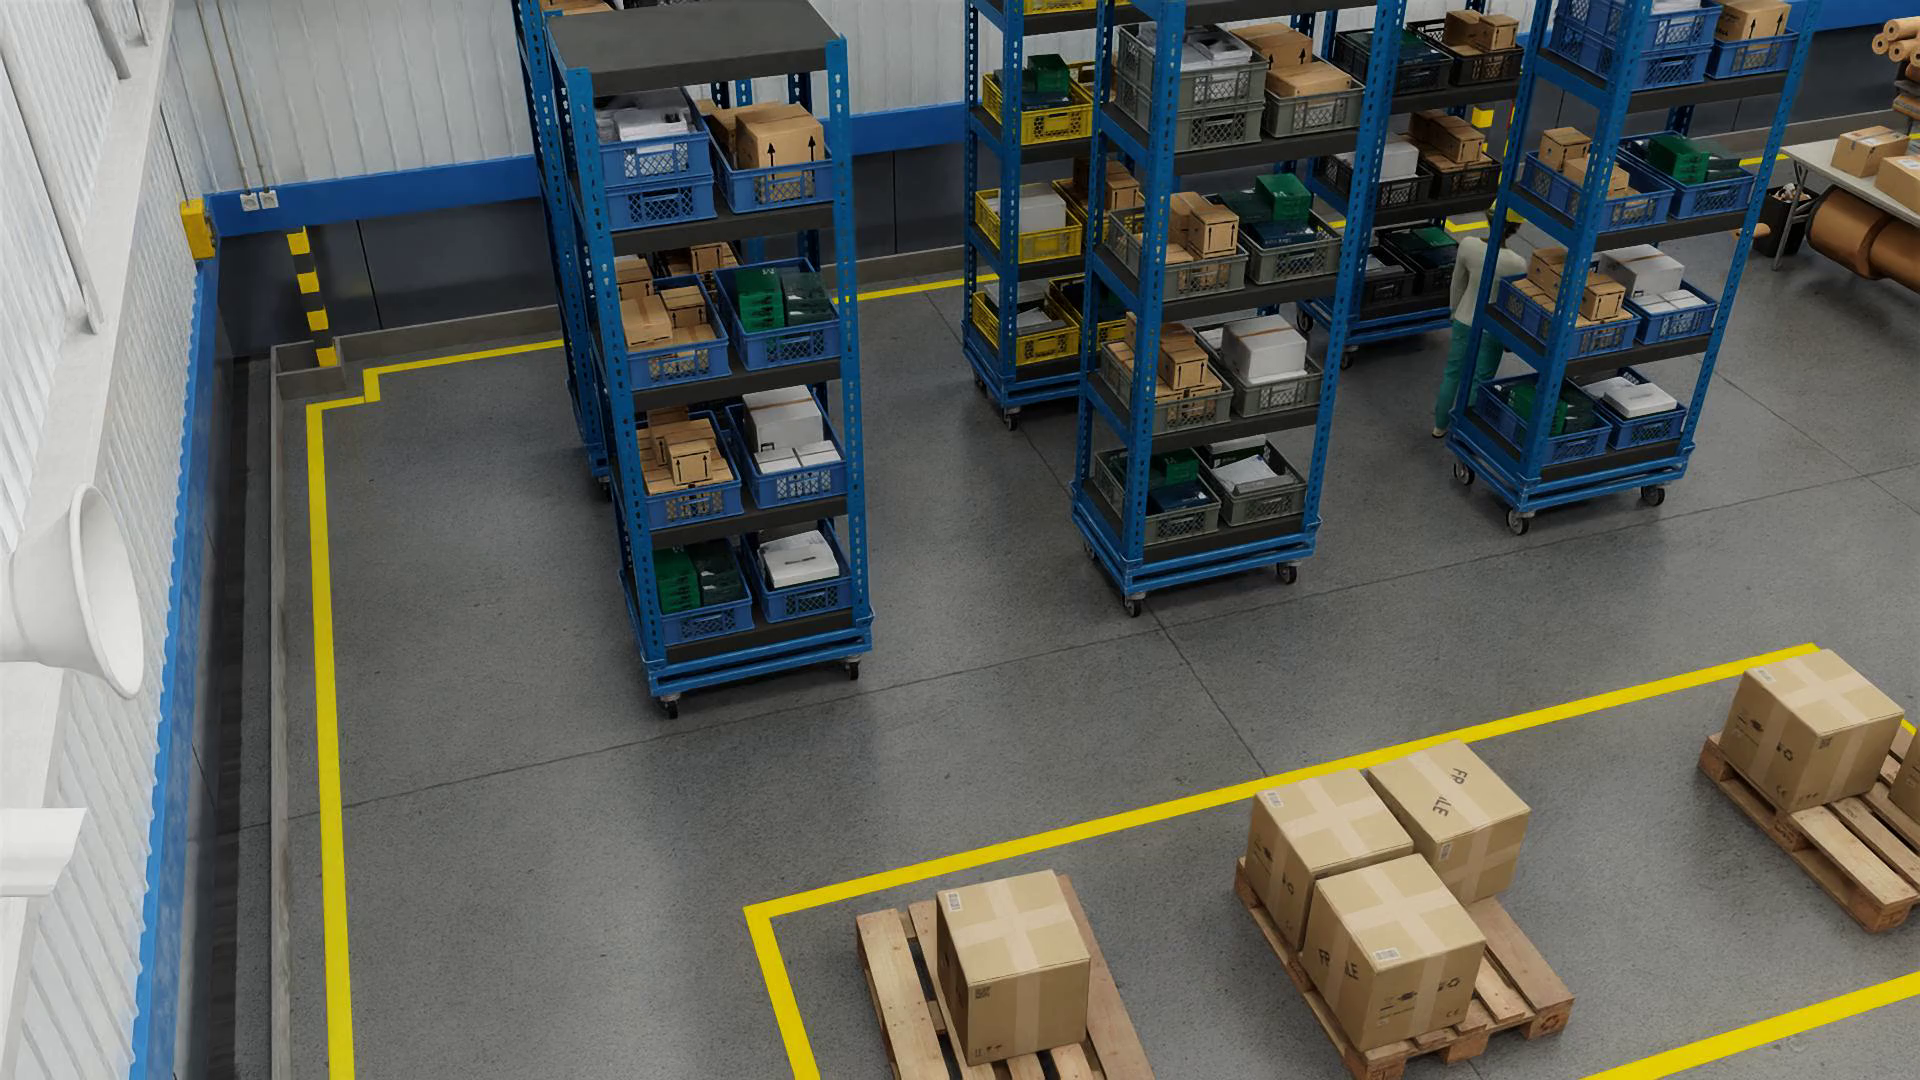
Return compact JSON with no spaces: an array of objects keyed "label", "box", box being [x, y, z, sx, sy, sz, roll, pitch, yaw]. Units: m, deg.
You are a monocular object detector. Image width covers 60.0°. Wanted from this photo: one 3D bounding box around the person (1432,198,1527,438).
[{"label":"person","box":[3.380,-1.396,10.742,0.323,1.760,0.522,-24,42,-30]}]
